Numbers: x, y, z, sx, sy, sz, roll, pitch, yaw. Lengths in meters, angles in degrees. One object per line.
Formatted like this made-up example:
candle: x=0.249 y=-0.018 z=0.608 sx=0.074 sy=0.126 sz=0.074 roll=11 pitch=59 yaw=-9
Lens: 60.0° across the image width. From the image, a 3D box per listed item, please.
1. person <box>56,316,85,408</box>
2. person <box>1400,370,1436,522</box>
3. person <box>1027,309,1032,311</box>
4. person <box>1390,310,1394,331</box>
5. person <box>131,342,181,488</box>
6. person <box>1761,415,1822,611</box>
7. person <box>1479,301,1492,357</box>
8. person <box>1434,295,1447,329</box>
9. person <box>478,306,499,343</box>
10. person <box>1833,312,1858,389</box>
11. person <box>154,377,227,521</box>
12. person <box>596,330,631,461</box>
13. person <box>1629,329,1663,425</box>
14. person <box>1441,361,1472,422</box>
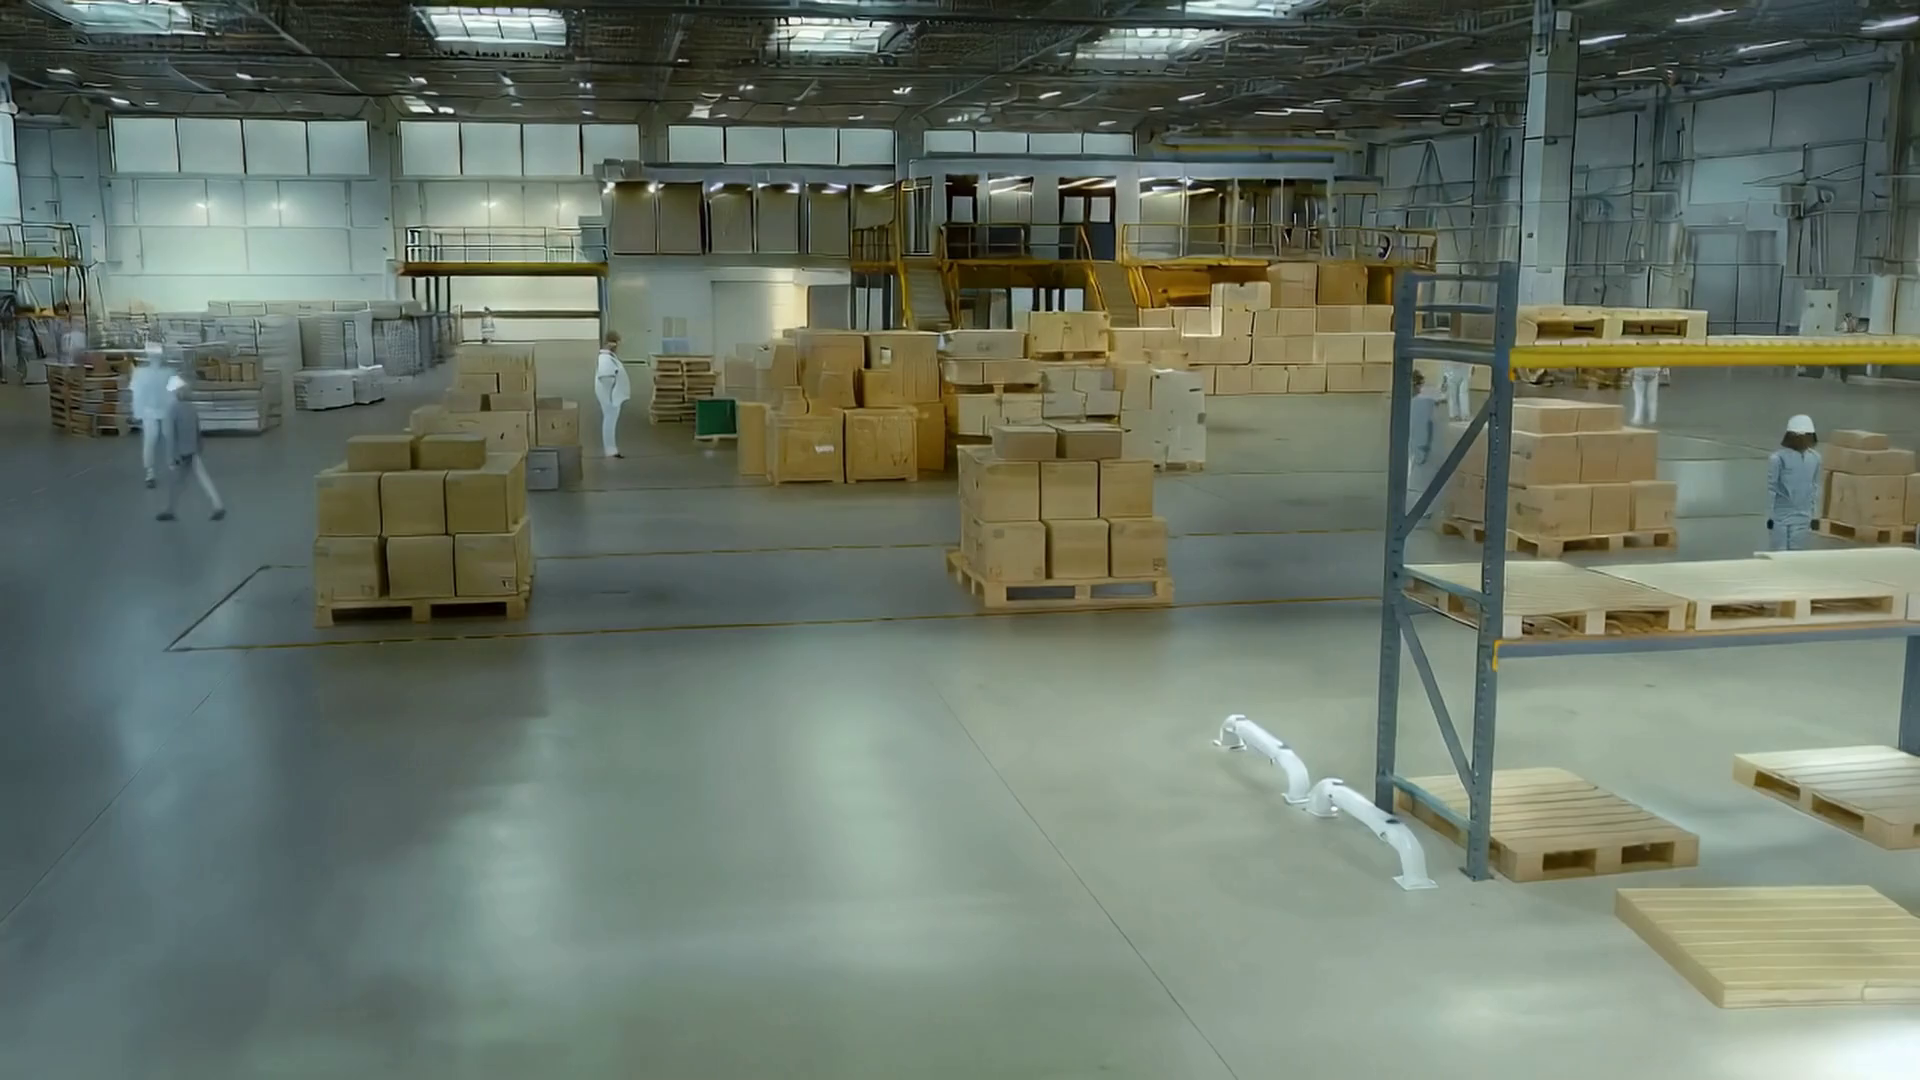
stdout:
person: x=-18.516 y=-3.644 z=34.543 sx=0.633 sy=1.985 sz=1.033 roll=4 pitch=10 yaw=23
person: x=5.272 y=-1.064 z=19.314 sx=0.541 sy=1.840 sz=0.766 roll=6 pitch=11 yaw=34
person: x=1.768 y=-4.901 z=42.370 sx=0.551 sy=1.932 sz=0.378 roll=1 pitch=9 yaw=7
person: x=11.764 y=-5.346 z=45.376 sx=0.633 sy=1.839 sz=0.429 roll=3 pitch=10 yaw=17
person: x=-10.982 y=-1.715 z=22.769 sx=0.624 sy=1.992 sz=0.386 roll=-7 pitch=12 yaw=-38
person: x=7.204 y=-0.215 z=14.388 sx=0.484 sy=1.745 sz=0.296 roll=-1 pitch=9 yaw=-6
person: x=17.614 y=-7.077 z=55.822 sx=0.391 sy=1.878 sz=0.701 roll=-5 pitch=11 yaw=-27
person: x=17.566 y=-7.983 z=61.013 sx=0.662 sy=1.974 sz=0.571 roll=-3 pitch=10 yaw=-20
person: x=-13.981 y=-6.003 z=49.325 sx=0.587 sy=1.867 sz=0.698 roll=-1 pitch=9 yaw=-9
person: x=21.958 y=-4.691 z=41.219 sx=0.602 sy=1.894 sz=1.003 roll=-1 pitch=9 yaw=-4
person: x=-9.138 y=-1.068 z=19.673 sx=0.910 sy=1.726 sz=0.530 roll=3 pitch=10 yaw=17
person: x=-5.398 y=-2.261 z=25.957 sx=0.537 sy=2.000 sz=0.683 roll=-2 pitch=9 yaw=-10
person: x=13.069 y=-3.104 z=31.715 sx=0.624 sy=1.841 sz=0.430 roll=0 pitch=9 yaw=-2
person: x=9.651 y=-3.231 z=32.294 sx=0.744 sy=1.906 sz=0.487 roll=-5 pitch=11 yaw=-28
